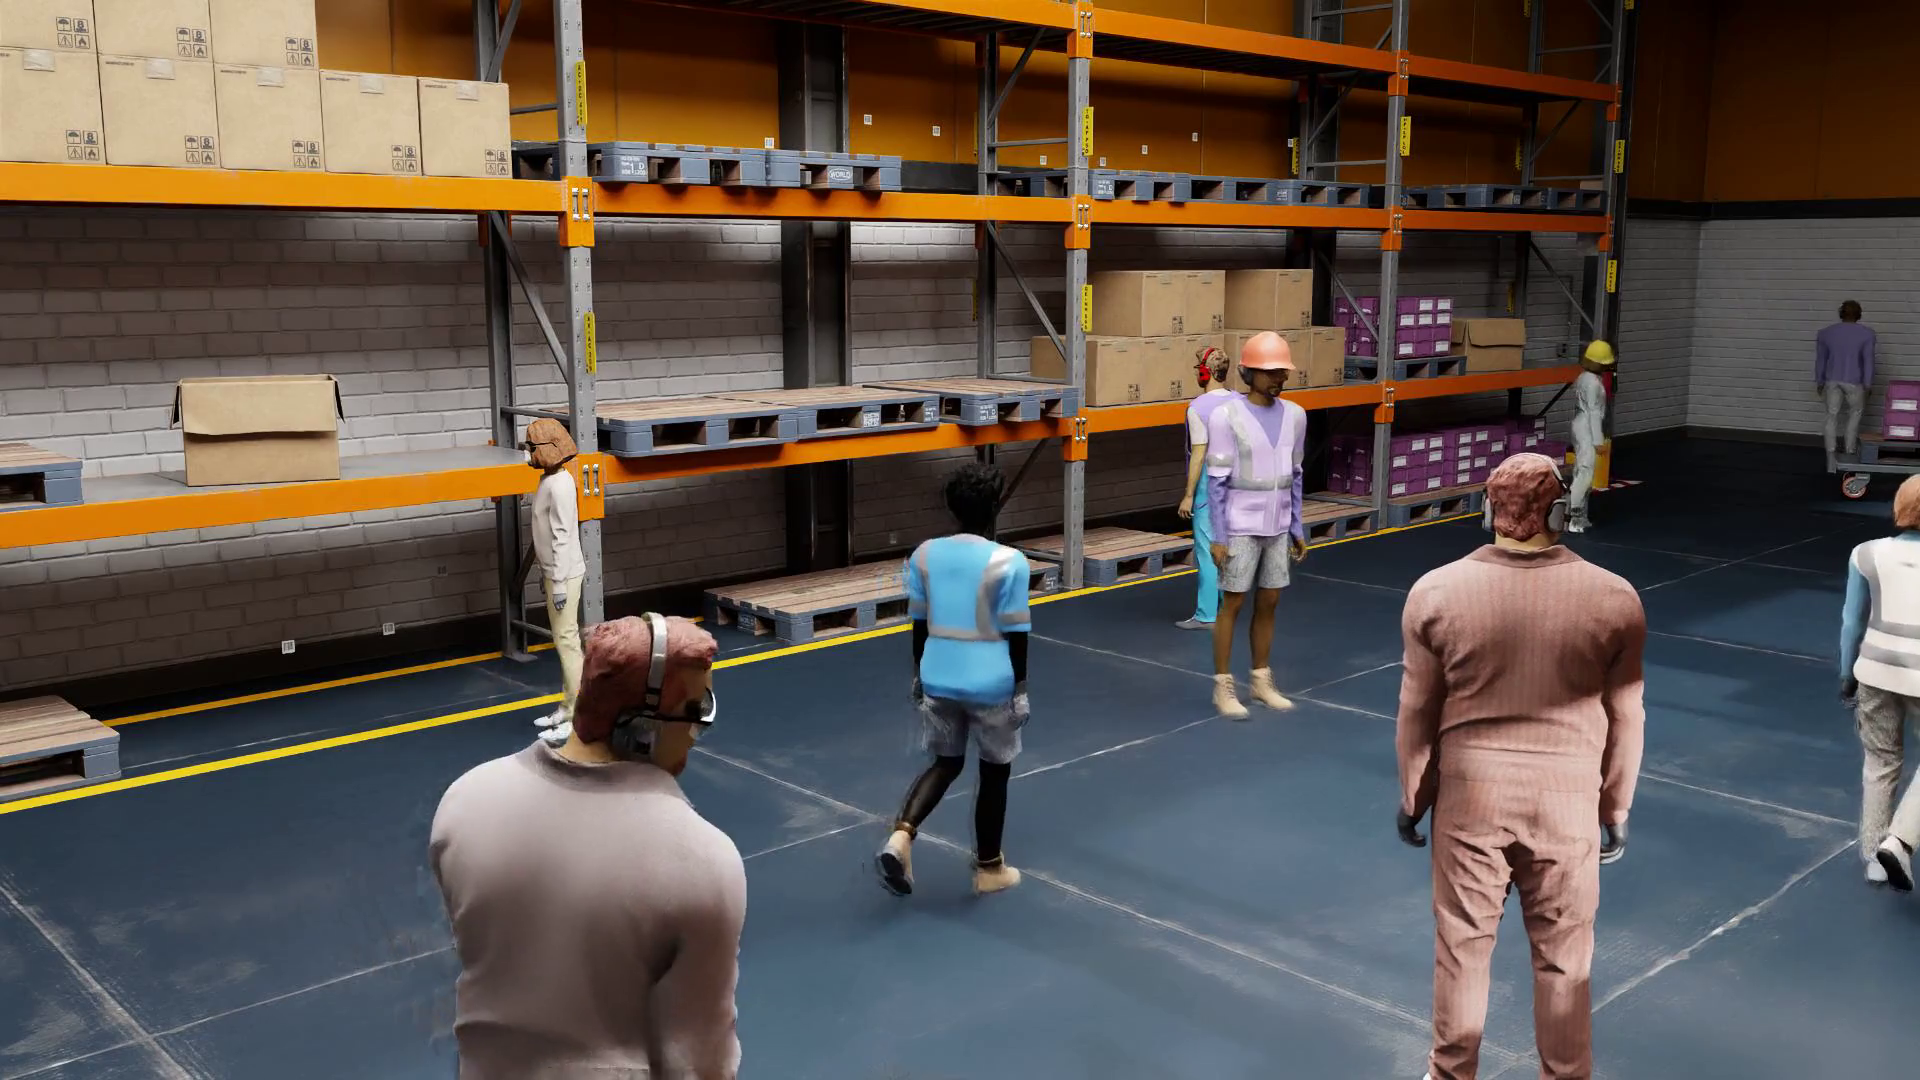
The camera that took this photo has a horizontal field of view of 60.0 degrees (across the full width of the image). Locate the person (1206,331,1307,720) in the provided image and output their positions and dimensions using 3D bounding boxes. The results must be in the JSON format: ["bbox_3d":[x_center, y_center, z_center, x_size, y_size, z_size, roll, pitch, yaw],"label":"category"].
[{"bbox_3d":[1.576,-0.073,8.760,0.614,2.041,0.391,-5,11,-26],"label":"person"}]

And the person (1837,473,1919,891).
[{"bbox_3d":[3.587,0.551,6.301,0.409,1.622,0.527,-9,13,-42],"label":"person"}]

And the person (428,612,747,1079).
[{"bbox_3d":[-0.648,1.038,2.852,0.657,1.852,0.968,3,10,19],"label":"person"}]

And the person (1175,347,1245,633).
[{"bbox_3d":[1.646,-0.320,10.777,0.389,1.847,0.563,9,13,42],"label":"person"}]

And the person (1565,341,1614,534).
[{"bbox_3d":[5.499,-0.902,14.624,0.392,1.700,0.648,2,10,10],"label":"person"}]

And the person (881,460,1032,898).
[{"bbox_3d":[-0.008,0.551,6.177,0.542,1.685,0.567,7,12,36],"label":"person"}]

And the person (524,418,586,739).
[{"bbox_3d":[-2.040,0.193,8.424,0.277,1.629,0.497,-3,10,-19],"label":"person"}]

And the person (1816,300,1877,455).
[{"bbox_3d":[10.387,-1.843,19.482,0.662,1.913,0.772,9,13,43],"label":"person"}]

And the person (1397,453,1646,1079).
[{"bbox_3d":[1.532,0.709,4.599,0.637,1.904,0.403,3,10,16],"label":"person"}]
